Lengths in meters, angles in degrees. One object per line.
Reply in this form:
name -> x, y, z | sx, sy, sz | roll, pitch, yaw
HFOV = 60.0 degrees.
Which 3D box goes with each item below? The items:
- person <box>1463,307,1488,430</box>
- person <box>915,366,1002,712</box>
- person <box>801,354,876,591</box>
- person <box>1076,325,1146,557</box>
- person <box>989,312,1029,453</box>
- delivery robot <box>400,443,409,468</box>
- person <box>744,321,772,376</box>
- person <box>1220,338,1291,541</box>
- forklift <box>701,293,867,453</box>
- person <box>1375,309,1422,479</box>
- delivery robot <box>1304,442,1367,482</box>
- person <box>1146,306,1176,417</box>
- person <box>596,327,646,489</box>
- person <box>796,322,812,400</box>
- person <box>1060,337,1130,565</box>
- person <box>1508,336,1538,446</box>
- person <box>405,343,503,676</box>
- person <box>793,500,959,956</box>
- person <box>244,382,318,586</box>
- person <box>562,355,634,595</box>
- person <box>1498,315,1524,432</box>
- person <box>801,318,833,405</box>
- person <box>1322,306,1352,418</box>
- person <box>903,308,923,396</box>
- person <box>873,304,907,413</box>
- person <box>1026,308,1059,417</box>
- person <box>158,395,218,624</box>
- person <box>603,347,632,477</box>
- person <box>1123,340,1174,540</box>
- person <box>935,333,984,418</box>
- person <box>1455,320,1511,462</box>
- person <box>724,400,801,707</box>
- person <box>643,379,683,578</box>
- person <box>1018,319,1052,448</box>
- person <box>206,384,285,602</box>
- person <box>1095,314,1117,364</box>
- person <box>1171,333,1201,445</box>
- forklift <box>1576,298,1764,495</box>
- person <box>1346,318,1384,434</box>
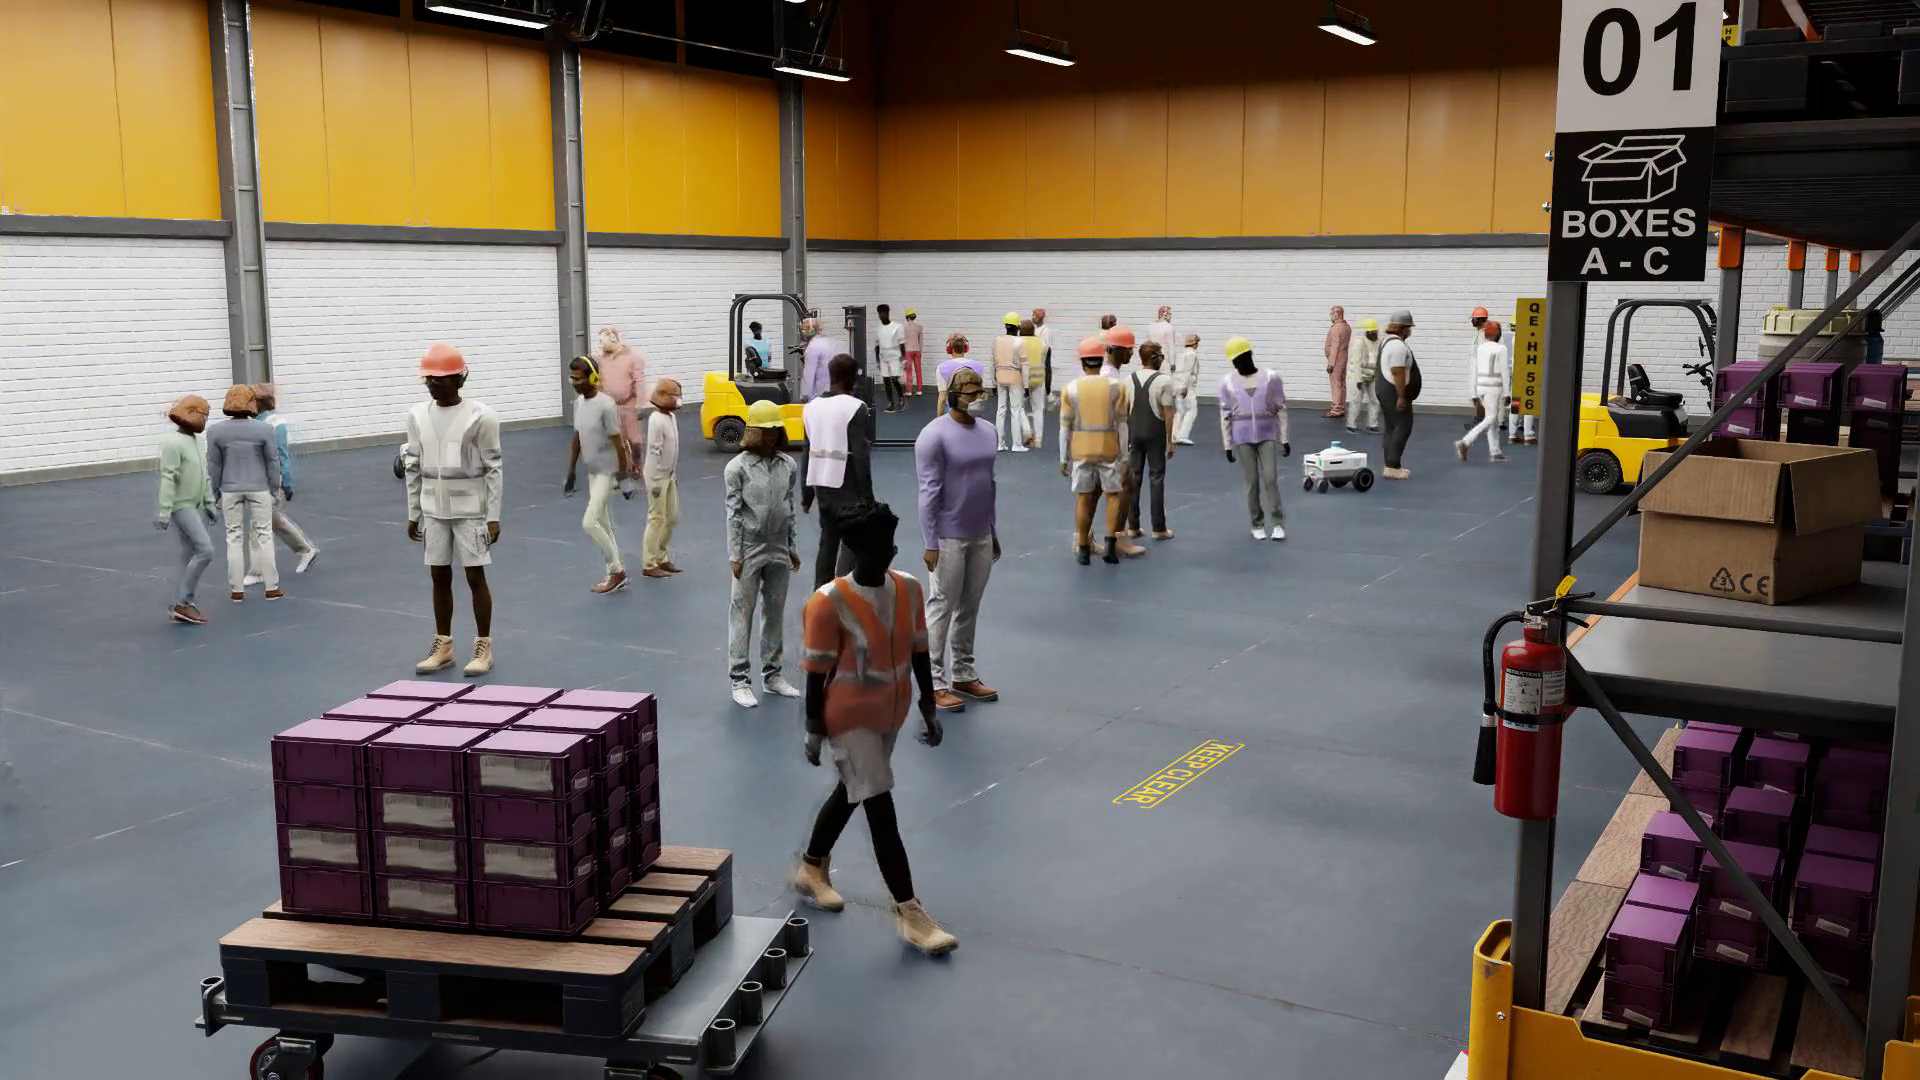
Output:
person -> 8.139, -2.693, 26.147 | 0.356, 1.936, 0.551 | 2, 9, 12
person -> 0.006, -0.014, 9.428 | 0.366, 1.938, 0.630 | 8, 12, 40
person -> -0.871, -0.338, 11.601 | 0.542, 1.895, 0.801 | -9, 13, -44
person -> 1.352, -0.844, 14.379 | 0.744, 2.013, 0.641 | -1, 9, -7
person -> 0.698, -2.165, 22.885 | 0.595, 1.925, 0.371 | 6, 11, 31
delivery robot -> -6.510, -1.088, 20.143 | 0.477, 0.478, 0.707 | 0, 9, 0
person -> -3.395, -2.846, 27.942 | 0.555, 1.659, 0.406 | -6, 11, -34
person -> 2.698, -0.907, 15.237 | 0.664, 1.864, 0.631 | 2, 9, 12
forklift -> -2.458, -2.344, 23.176 | 2.313, 2.155, 1.214 | 0, 9, -2
person -> 5.280, -1.766, 20.045 | 0.535, 2.000, 0.707 | 0, 9, -1
delivery robot -> 4.236, -0.868, 18.767 | 0.707, 0.478, 0.477 | -5, 10, -26
person -> 3.480, -3.047, 28.472 | 0.403, 1.904, 0.637 | -6, 11, -34
person -> -3.902, -1.532, 19.166 | 0.660, 1.851, 0.757 | 1, 9, 8
person -> -2.231, -2.458, 25.285 | 0.557, 1.745, 0.550 | -8, 12, -41
person -> 1.128, -0.729, 13.913 | 0.588, 1.930, 0.422 | 1, 9, 6
person -> 8.157, -2.317, 23.847 | 0.384, 1.932, 0.630 | -5, 10, -27
person -> -3.096, -0.176, 10.121 | 0.615, 2.038, 0.395 | 2, 9, 12
person -> -0.347, 0.656, 6.165 | 0.872, 1.644, 0.539 | 8, 12, 41
person -> -5.510, -0.471, 13.328 | 0.511, 1.604, 0.809 | 6, 11, 35
person -> -2.760, -0.488, 12.712 | 0.487, 1.842, 0.509 | -7, 12, -39
person -> 8.622, -2.597, 25.900 | 0.591, 1.827, 0.403 | 7, 11, 37
person -> -1.871, -1.968, 21.831 | 0.631, 1.877, 0.657 | 1, 9, 5
person -> 6.426, -3.041, 28.421 | 0.409, 1.908, 0.639 | 6, 11, 32
person -> -0.979, -3.758, 33.328 | 0.524, 1.769, 0.326 | -6, 11, -33
person -> -1.235, -3.189, 29.256 | 0.640, 1.934, 0.507 | 5, 11, 30
person -> 1.420, -3.050, 28.599 | 0.543, 1.869, 0.587 | -3, 10, -19
person -> -5.358, -0.206, 11.622 | 0.416, 1.607, 0.556 | 0, 9, -2
person -> -4.113, -1.553, 20.002 | 0.328, 1.624, 0.534 | 7, 12, 38
person -> 1.733, -0.916, 15.356 | 0.505, 1.842, 0.346 | 6, 11, 31
person -> 0.002, -1.222, 17.273 | 0.566, 1.839, 0.381 | -6, 11, -33
person -> 6.806, -1.914, 21.567 | 0.838, 1.859, 0.592 | -4, 10, -21
person -> -1.112, 0.068, 9.519 | 0.487, 1.744, 0.312 | -8, 12, -42
person -> -2.396, -0.493, 13.442 | 0.359, 1.609, 0.511 | 1, 9, 5
person -> 0.973, -2.199, 23.433 | 0.675, 1.818, 0.452 | -3, 10, -20
person -> -5.351, -0.347, 12.455 | 0.501, 1.633, 0.281 | -2, 9, -14
person -> 2.256, -2.625, 26.087 | 0.518, 1.829, 0.628 | 0, 9, -1
person -> 3.223, -2.155, 23.799 | 0.470, 1.606, 0.532 | -2, 9, -10
forklift -> 7.954, -1.589, 18.462 | 2.313, 2.155, 1.214 | 5, 11, 30
person -> 6.178, -2.480, 25.279 | 0.612, 1.785, 0.724 | -6, 11, -34
